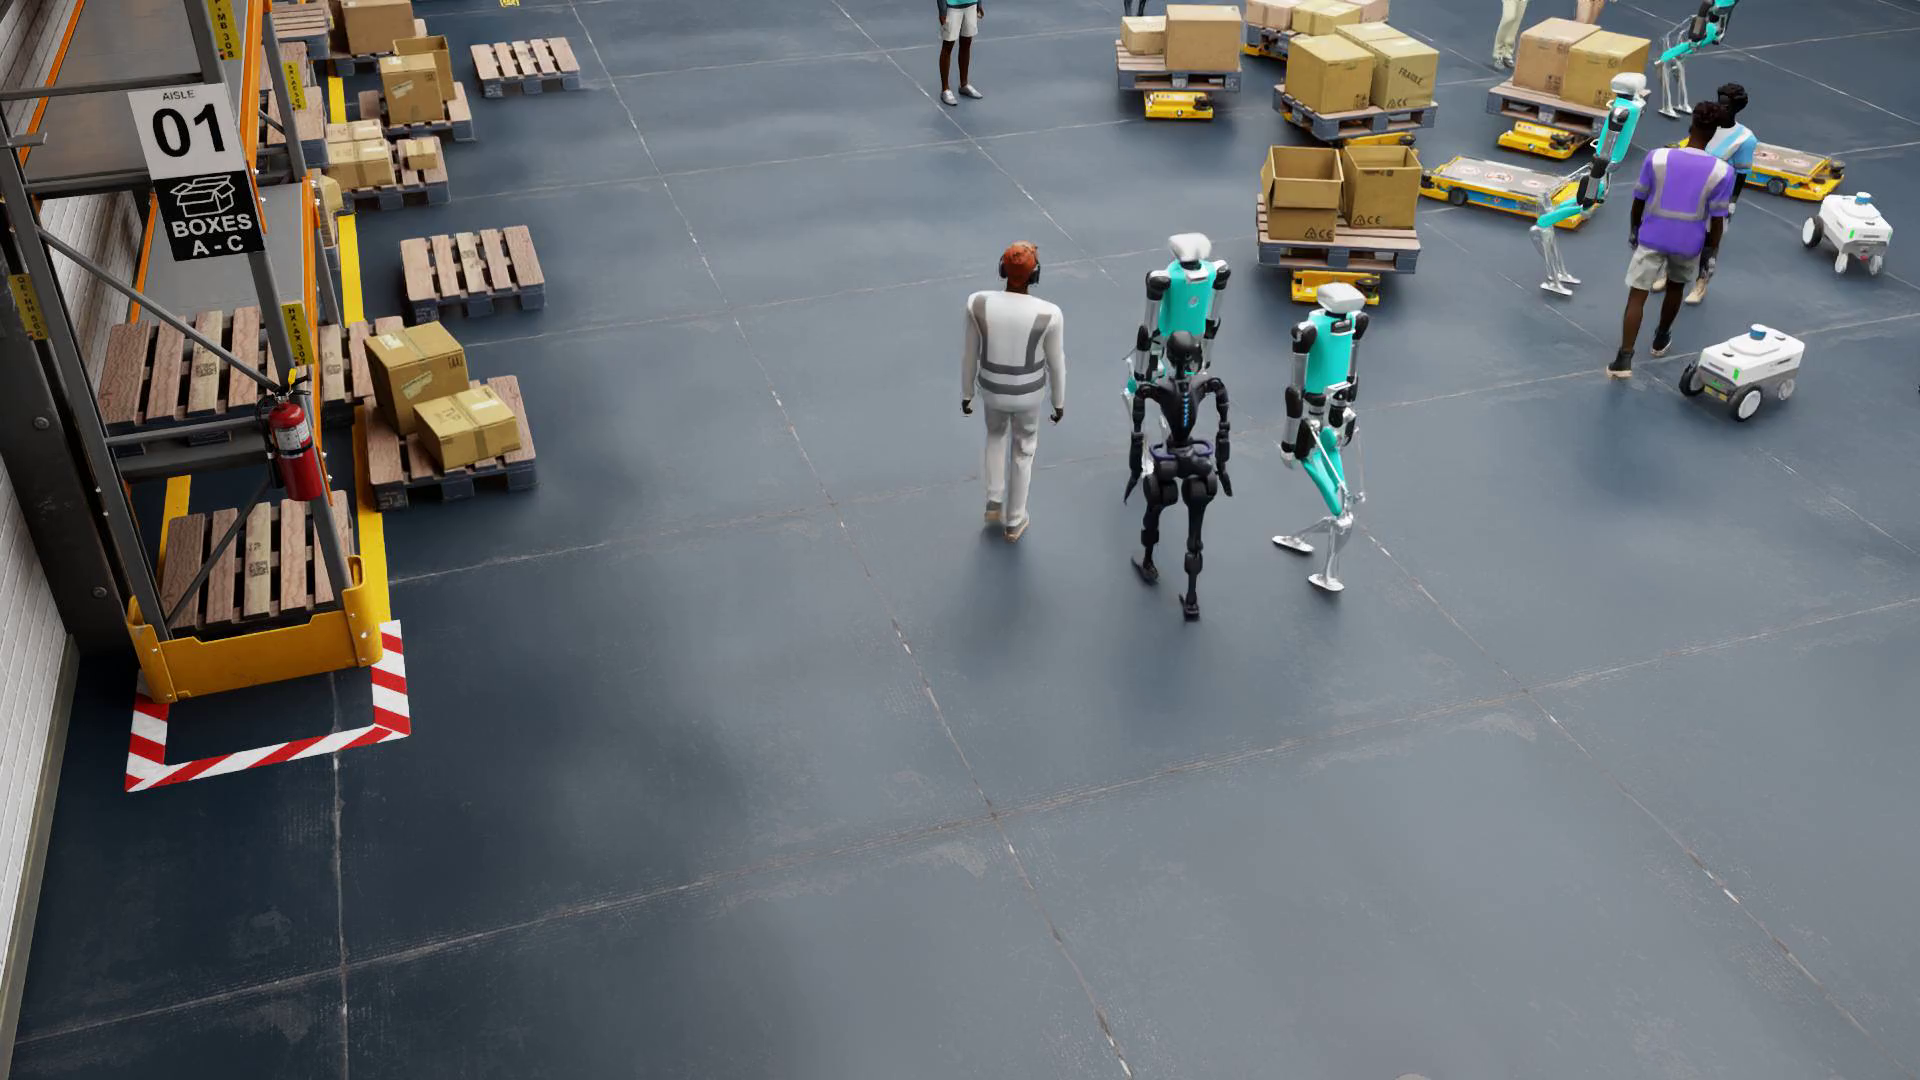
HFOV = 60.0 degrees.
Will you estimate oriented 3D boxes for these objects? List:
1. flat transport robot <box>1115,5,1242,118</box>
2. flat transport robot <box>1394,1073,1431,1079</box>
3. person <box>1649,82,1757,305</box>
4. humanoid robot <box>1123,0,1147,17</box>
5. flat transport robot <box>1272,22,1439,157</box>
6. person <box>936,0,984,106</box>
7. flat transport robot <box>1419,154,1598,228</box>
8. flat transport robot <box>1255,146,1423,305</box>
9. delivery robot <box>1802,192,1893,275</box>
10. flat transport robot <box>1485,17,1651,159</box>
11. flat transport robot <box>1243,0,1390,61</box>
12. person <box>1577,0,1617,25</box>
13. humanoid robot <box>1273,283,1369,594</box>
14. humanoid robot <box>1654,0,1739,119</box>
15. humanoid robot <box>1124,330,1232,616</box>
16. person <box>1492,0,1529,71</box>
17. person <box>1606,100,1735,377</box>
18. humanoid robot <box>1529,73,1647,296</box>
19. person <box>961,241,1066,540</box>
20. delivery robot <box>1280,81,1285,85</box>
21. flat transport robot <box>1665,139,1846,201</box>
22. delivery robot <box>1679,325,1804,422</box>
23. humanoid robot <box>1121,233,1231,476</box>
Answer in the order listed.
[{"bbox_3d":[2.191,-4.606,16.923,0.659,0.231,1.431,2,33,2],"label":"flat transport robot"},{"bbox_3d":[1.751,2.577,5.906,0.659,0.231,1.431,12,35,17],"label":"flat transport robot"},{"bbox_3d":[5.640,-2.614,12.558,0.322,1.697,0.531,-23,39,-31],"label":"person"},{"bbox_3d":[1.889,-6.034,17.865,0.608,1.621,0.748,1,33,1],"label":"humanoid robot"},{"bbox_3d":[3.723,-3.939,15.900,0.659,0.231,1.431,-10,35,-16],"label":"flat transport robot"},{"bbox_3d":[-0.023,-5.332,16.508,0.548,1.940,0.419,-24,40,-32],"label":"person"},{"bbox_3d":[4.783,-3.060,14.552,1.431,0.231,0.659,21,39,29],"label":"flat transport robot"},{"bbox_3d":[2.966,-2.263,13.330,0.659,0.231,1.431,4,33,6],"label":"flat transport robot"},{"bbox_3d":[7.220,-2.515,13.462,0.499,0.603,0.803,3,33,5],"label":"delivery robot"},{"bbox_3d":[5.796,-3.999,15.992,0.659,0.231,1.431,24,40,32],"label":"flat transport robot"},{"bbox_3d":[3.829,-5.265,17.933,1.431,0.231,0.659,28,42,36],"label":"flat transport robot"},{"bbox_3d":[6.693,-5.812,17.504,0.459,1.643,0.578,7,34,11],"label":"person"},{"bbox_3d":[2.164,-0.509,9.322,0.574,1.787,0.885,-21,39,-29],"label":"humanoid robot"},{"bbox_3d":[7.134,-4.998,16.131,0.536,1.739,0.714,-22,39,-30],"label":"humanoid robot"},{"bbox_3d":[1.207,-0.408,9.212,0.611,1.631,0.658,-5,33,-7],"label":"humanoid robot"},{"bbox_3d":[5.865,-5.823,17.362,0.587,1.822,0.553,-8,34,-12],"label":"person"},{"bbox_3d":[4.931,-2.071,11.541,0.634,1.917,0.908,12,35,18],"label":"person"},{"bbox_3d":[4.669,-2.719,12.612,0.727,1.710,0.531,19,38,27],"label":"humanoid robot"},{"bbox_3d":[0.323,-0.867,9.719,0.610,1.867,0.440,9,34,14],"label":"person"},{"bbox_3d":[3.553,-4.493,16.503,0.499,0.612,0.813,-15,36,-21],"label":"delivery robot"},{"bbox_3d":[7.174,-3.399,15.071,1.431,0.231,0.659,24,40,32],"label":"flat transport robot"},{"bbox_3d":[5.394,-1.176,11.414,0.805,0.609,0.499,-17,37,-24],"label":"delivery robot"},{"bbox_3d":[1.233,-1.086,10.281,0.531,1.880,0.776,-13,35,-19],"label":"humanoid robot"}]
